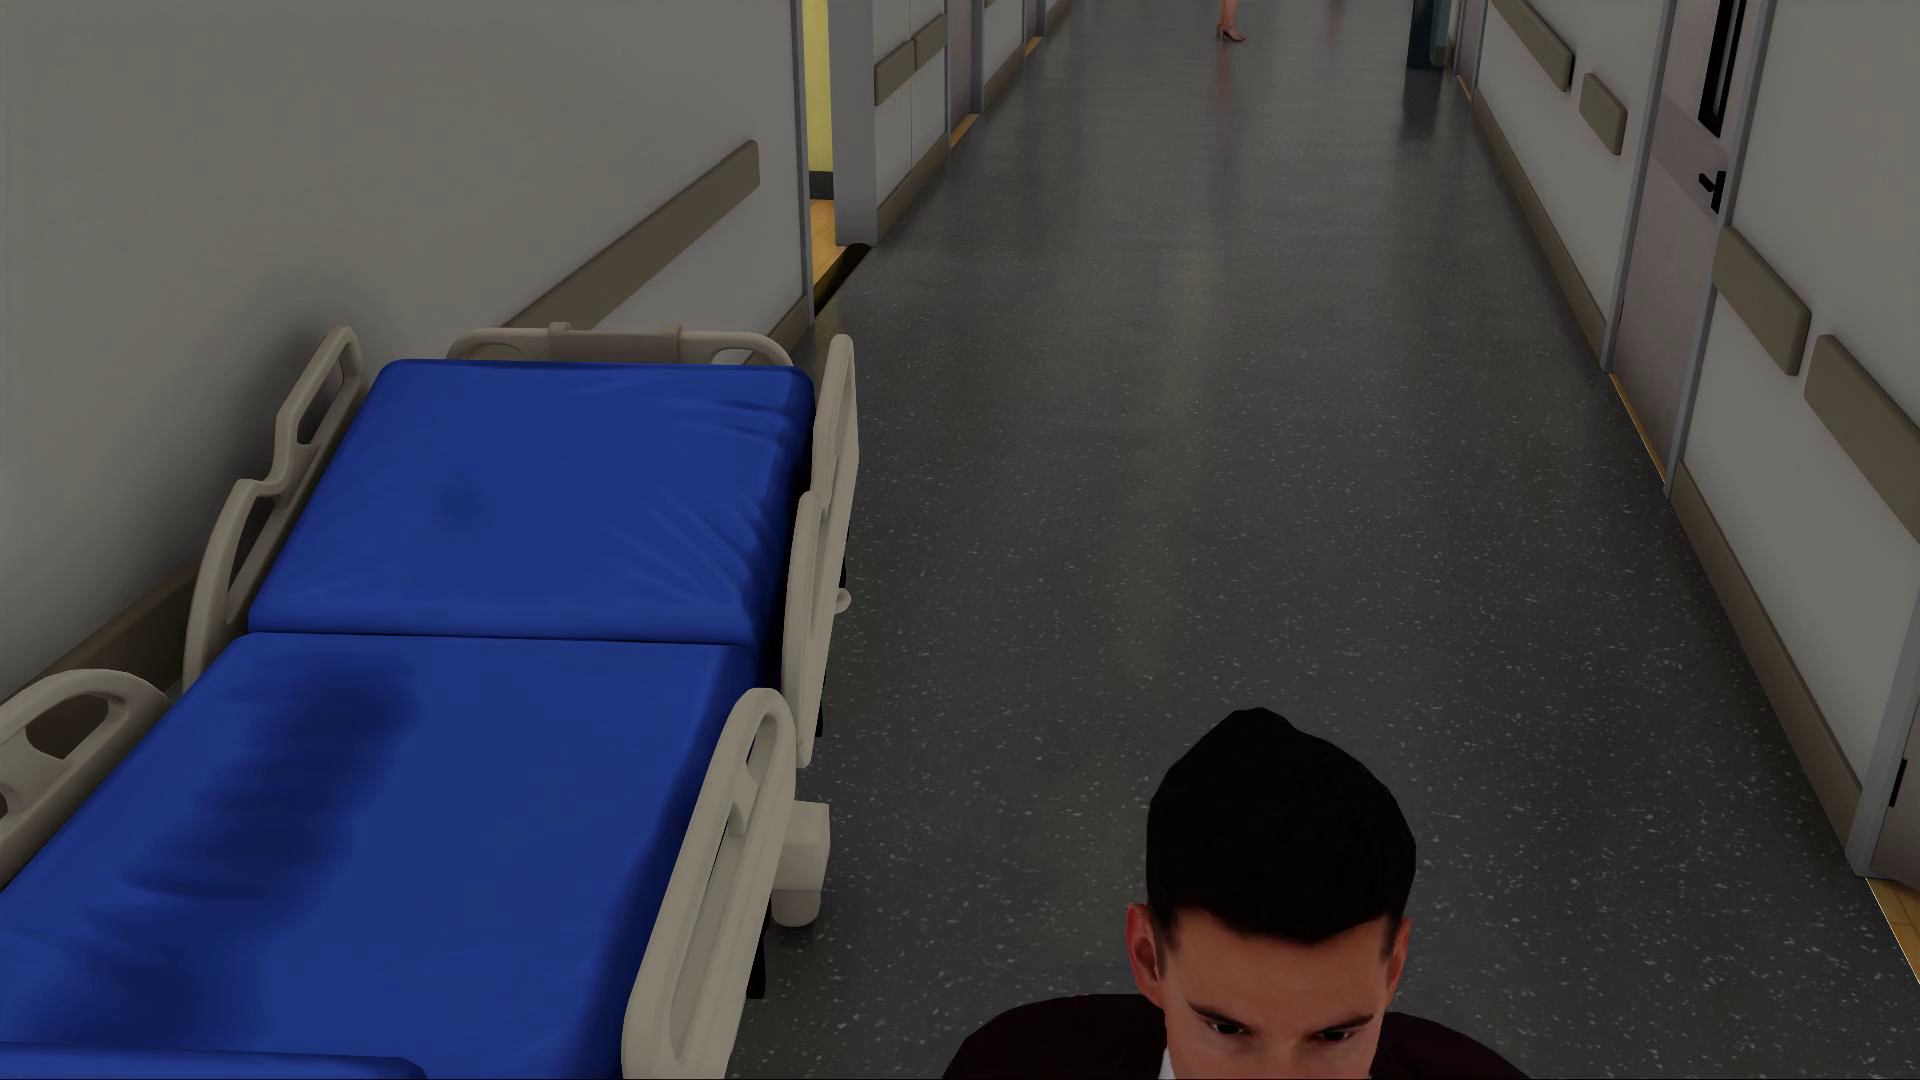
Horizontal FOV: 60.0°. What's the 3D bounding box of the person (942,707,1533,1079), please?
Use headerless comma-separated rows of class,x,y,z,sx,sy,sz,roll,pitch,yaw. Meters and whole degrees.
person,0.228,0.923,1.537,1.065,1.833,0.871,0,26,0

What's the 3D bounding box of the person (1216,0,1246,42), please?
person,2.421,-5.266,14.441,0.726,1.772,0.725,-3,26,-6
